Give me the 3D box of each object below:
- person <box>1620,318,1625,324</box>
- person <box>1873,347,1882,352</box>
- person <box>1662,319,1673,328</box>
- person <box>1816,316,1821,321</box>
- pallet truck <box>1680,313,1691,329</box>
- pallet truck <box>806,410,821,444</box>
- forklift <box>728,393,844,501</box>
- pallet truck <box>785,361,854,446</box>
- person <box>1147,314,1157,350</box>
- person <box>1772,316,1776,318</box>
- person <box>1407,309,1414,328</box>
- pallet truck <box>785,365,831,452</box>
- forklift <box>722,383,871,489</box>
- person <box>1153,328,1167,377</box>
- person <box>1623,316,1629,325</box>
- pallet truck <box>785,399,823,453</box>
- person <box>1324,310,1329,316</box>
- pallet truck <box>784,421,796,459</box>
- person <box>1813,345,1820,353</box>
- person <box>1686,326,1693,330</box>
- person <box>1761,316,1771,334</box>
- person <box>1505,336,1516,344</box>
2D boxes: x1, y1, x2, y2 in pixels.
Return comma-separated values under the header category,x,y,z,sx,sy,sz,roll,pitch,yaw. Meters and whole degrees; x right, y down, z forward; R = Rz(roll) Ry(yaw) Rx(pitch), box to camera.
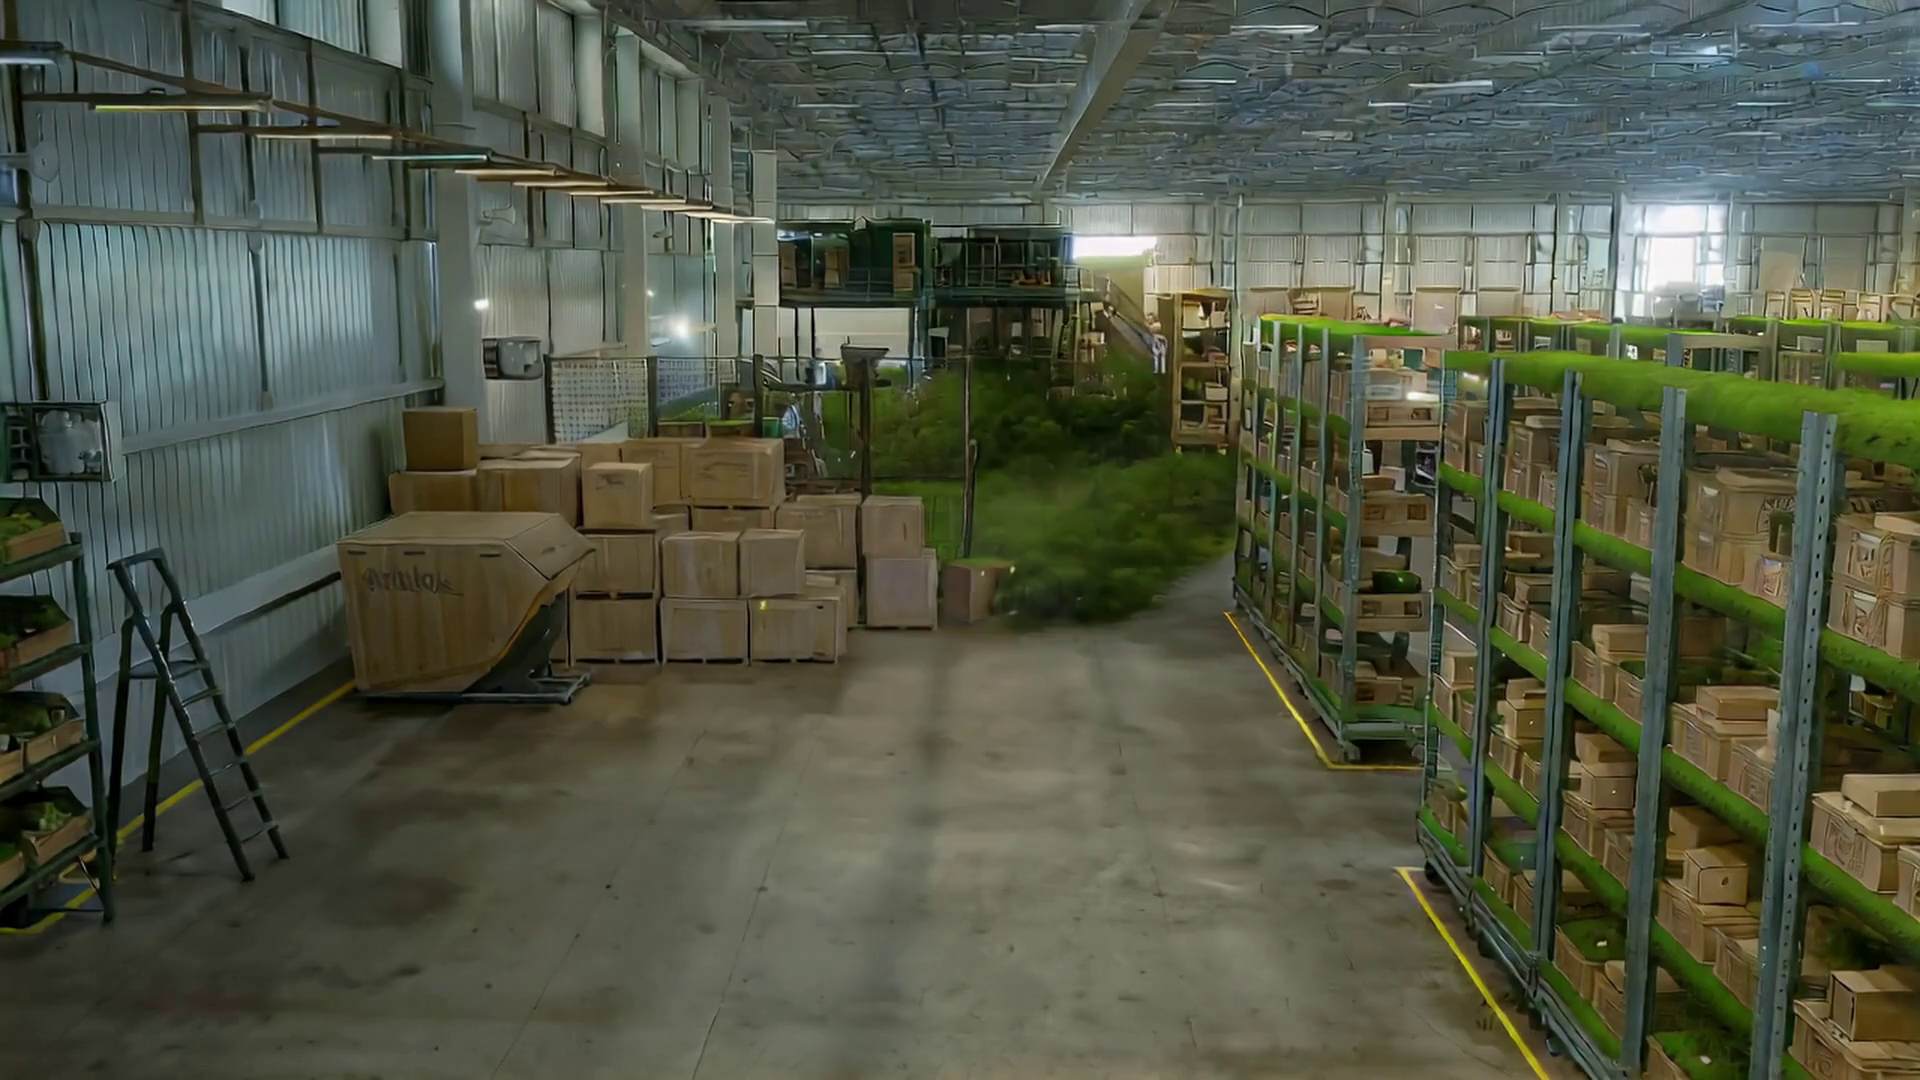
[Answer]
category,x,y,z,sx,sy,sz,roll,pitch,yaw
person,30.848,-9.420,77.636,0.586,1.919,0.398,8,12,41
person,28.001,-5.002,50.742,0.583,1.801,0.887,1,9,3
person,32.756,-9.308,77.089,0.517,1.873,0.334,1,9,6
person,41.248,-9.783,79.917,0.391,1.911,0.584,-1,9,-7
pallet truck,36.315,-10.531,84.244,0.823,1.965,1.885,-6,11,-33
pallet truck,-3.559,-2.018,33.905,1.522,1.261,0.704,0,9,-1
forklift,-2.979,-1.316,26.476,2.680,1.987,1.157,0,9,1
pallet truck,-3.410,-3.193,38.978,1.885,1.965,0.823,0,9,-1
person,9.657,-10.365,83.514,0.548,1.891,0.947,-1,9,-4
person,39.425,-9.887,80.626,1.014,1.890,0.648,-5,10,-28
person,25.606,-12.185,94.695,0.398,1.918,0.587,6,11,34
pallet truck,-3.774,-2.976,37.635,1.885,1.965,0.823,1,9,5
forklift,-2.893,-1.687,28.729,2.680,1.987,1.157,0,9,-1
person,7.738,-7.266,64.443,0.573,1.887,0.355,5,10,28
person,32.323,-9.973,81.093,0.866,1.906,0.629,6,11,34
pallet truck,-3.814,-2.432,36.419,1.630,1.274,0.653,0,9,1
person,20.028,-11.618,91.205,0.622,1.913,0.883,-8,12,-40
pallet truck,-4.013,-1.793,32.705,1.601,1.201,0.680,0,9,1
person,27.887,-5.521,54.330,0.545,1.661,0.785,1,9,6
person,27.486,-7.073,62.778,0.546,2.000,0.692,6,11,33
person,40.543,-10.355,83.680,0.463,1.828,0.652,4,10,24
person,17.524,-5.478,52.960,0.391,2.033,0.605,3,10,17
